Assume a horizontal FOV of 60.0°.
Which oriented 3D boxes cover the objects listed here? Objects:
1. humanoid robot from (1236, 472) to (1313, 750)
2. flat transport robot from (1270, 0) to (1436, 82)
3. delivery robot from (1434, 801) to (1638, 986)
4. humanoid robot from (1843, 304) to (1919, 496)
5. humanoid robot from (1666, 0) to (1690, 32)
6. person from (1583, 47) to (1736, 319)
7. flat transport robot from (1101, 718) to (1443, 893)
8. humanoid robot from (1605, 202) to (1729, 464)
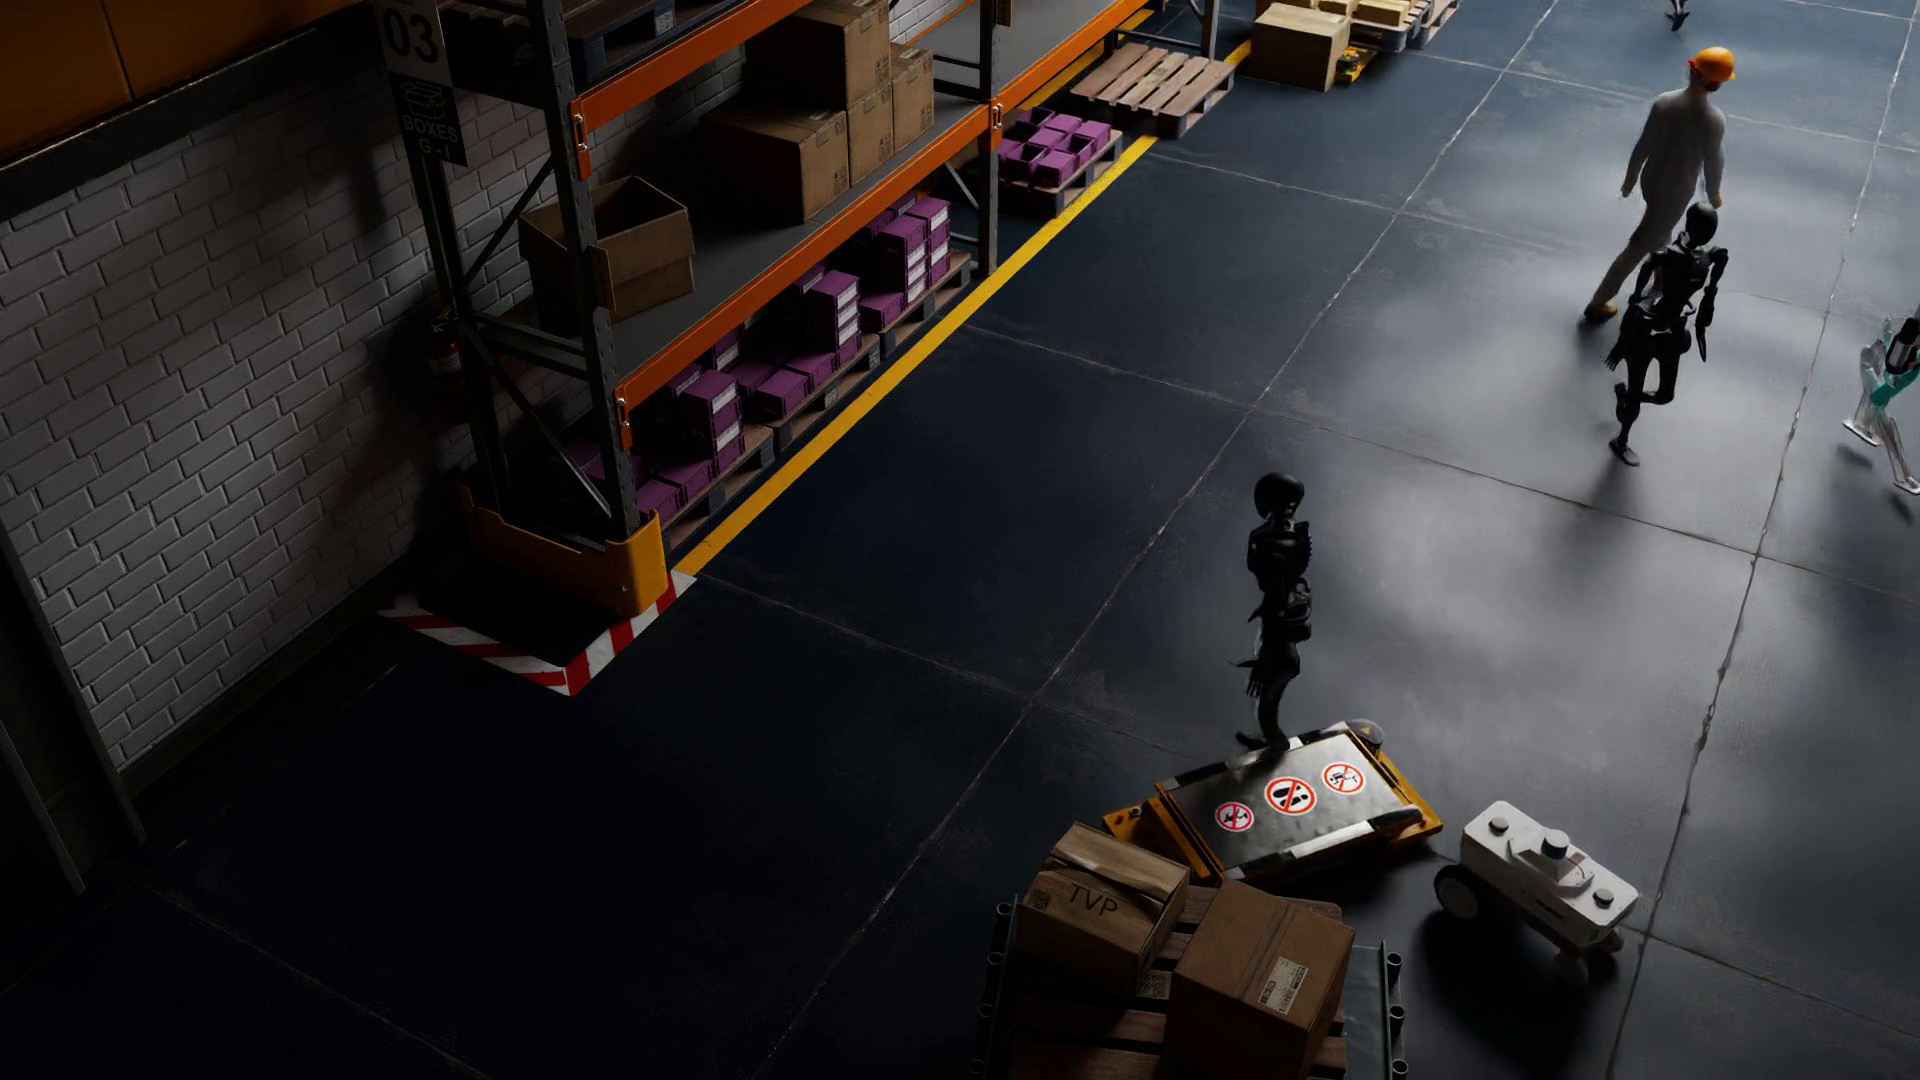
[{"bbox_3d":[1.492,0.409,7.580,0.460,1.639,0.598,6,39,7],"label":"humanoid robot"},{"bbox_3d":[3.422,-4.458,14.793,0.659,0.231,1.431,20,43,23],"label":"flat transport robot"},{"bbox_3d":[2.491,1.473,7.148,0.499,0.592,0.791,-28,46,-30],"label":"delivery robot"},{"bbox_3d":[5.391,-1.119,9.443,0.566,1.732,1.013,-10,40,-12],"label":"humanoid robot"},{"bbox_3d":[6.616,-5.386,14.827,0.608,1.637,0.513,-2,39,-3],"label":"humanoid robot"},{"bbox_3d":[4.632,-2.337,10.905,1.050,1.837,0.551,-18,42,-21],"label":"person"},{"bbox_3d":[1.435,1.277,7.623,1.431,0.231,0.659,-15,41,-18],"label":"flat transport robot"},{"bbox_3d":[4.032,-1.251,9.662,0.601,1.637,0.522,-8,39,-10],"label":"humanoid robot"}]
